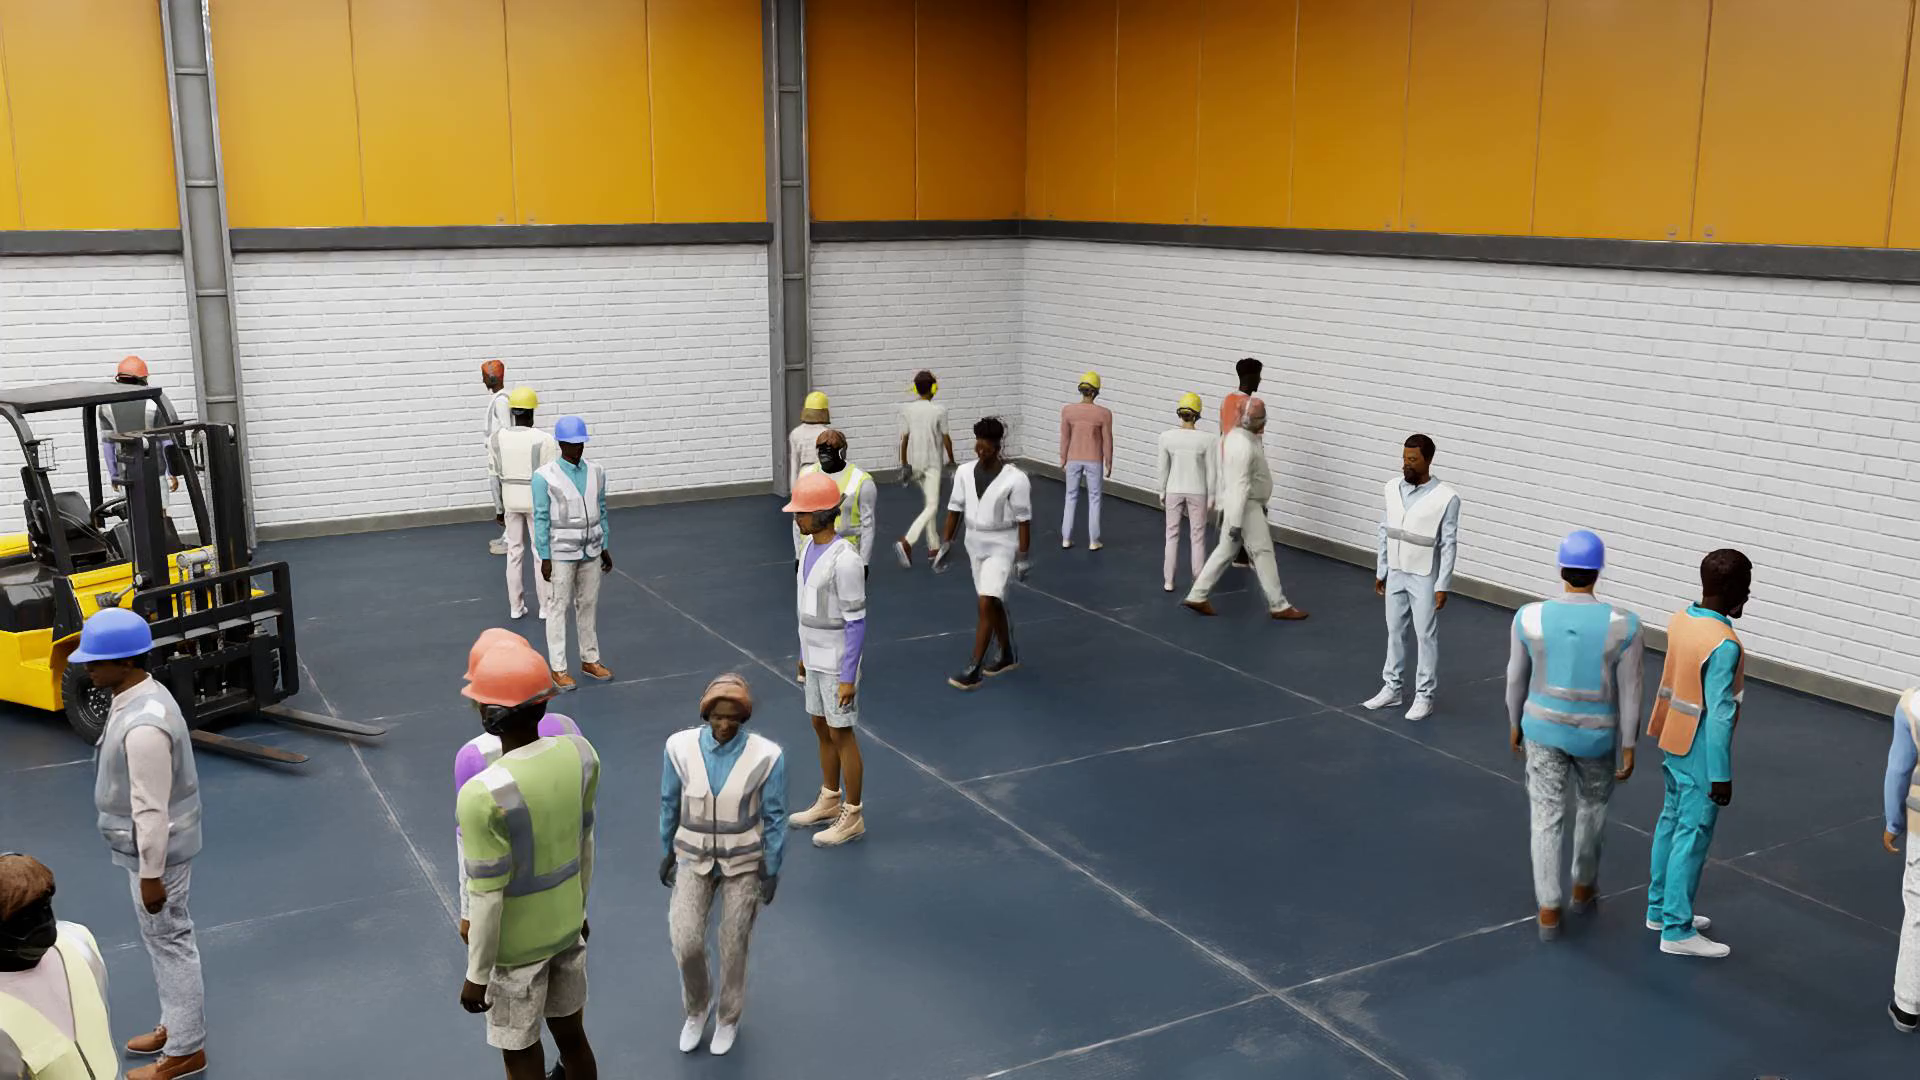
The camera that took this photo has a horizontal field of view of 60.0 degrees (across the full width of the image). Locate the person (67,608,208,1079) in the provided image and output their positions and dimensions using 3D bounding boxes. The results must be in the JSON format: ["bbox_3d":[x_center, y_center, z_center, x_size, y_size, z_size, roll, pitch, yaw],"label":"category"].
[{"bbox_3d":[-3.206,1.204,6.570,0.408,1.942,0.609,-6,14,-28],"label":"person"}]

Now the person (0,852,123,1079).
[{"bbox_3d":[-2.451,1.704,4.444,0.429,1.842,0.636,2,12,11],"label":"person"}]

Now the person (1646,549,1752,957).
[{"bbox_3d":[3.410,0.974,7.711,0.398,1.911,0.587,1,12,5],"label":"person"}]

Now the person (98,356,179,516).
[{"bbox_3d":[-7.310,-0.622,14.872,0.608,2.044,0.370,-1,12,-7],"label":"person"}]

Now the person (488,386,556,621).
[{"bbox_3d":[-3.537,-0.292,13.598,0.588,1.927,0.370,2,12,8],"label":"person"}]

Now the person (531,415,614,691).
[{"bbox_3d":[-2.742,0.077,11.820,0.386,1.948,0.601,11,16,41],"label":"person"}]

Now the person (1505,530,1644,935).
[{"bbox_3d":[2.954,0.894,8.018,0.622,1.923,0.786,5,13,24],"label":"person"}]

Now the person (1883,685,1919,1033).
[{"bbox_3d":[4.154,1.188,6.894,0.591,1.829,0.404,7,14,31],"label":"person"}]

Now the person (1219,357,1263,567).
[{"bbox_3d":[2.645,-0.732,15.572,0.368,1.961,0.613,-4,13,-17],"label":"person"}]

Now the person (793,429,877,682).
[{"bbox_3d":[-0.909,0.125,11.848,0.627,1.844,0.429,4,13,19],"label":"person"}]

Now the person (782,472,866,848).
[{"bbox_3d":[-0.735,0.641,8.956,0.387,2.039,0.614,-6,14,-28],"label":"person"}]

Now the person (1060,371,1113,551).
[{"bbox_3d":[1.238,-0.768,16.243,0.533,1.754,0.341,4,13,20],"label":"person"}]

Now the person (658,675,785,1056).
[{"bbox_3d":[-0.964,1.323,6.728,0.534,1.617,0.405,1,12,3],"label":"person"}]

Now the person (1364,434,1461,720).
[{"bbox_3d":[3.045,0.238,11.141,0.393,1.917,0.589,-10,15,-38],"label":"person"}]

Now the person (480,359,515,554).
[{"bbox_3d":[-4.443,-0.812,16.136,0.354,1.884,0.573,-3,12,-13],"label":"person"}]

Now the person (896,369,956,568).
[{"bbox_3d":[-0.345,-0.673,15.616,0.529,1.835,0.841,8,15,34],"label":"person"}]

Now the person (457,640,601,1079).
[{"bbox_3d":[-1.480,1.335,5.691,0.365,2.048,0.608,6,13,24],"label":"person"}]

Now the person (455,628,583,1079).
[{"bbox_3d":[-1.661,1.275,6.253,0.389,1.930,0.544,9,15,35],"label":"person"}]

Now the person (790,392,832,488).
[{"bbox_3d":[-1.280,-0.459,14.851,0.492,1.732,0.322,5,13,22],"label":"person"}]

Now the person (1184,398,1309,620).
[{"bbox_3d":[2.337,-0.252,13.591,0.991,1.856,0.643,0,12,-1],"label":"person"}]

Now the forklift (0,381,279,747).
[{"bbox_3d":[-5.853,0.085,11.199,2.313,2.155,1.214,7,14,28],"label":"forklift"}]

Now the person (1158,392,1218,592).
[{"bbox_3d":[1.983,-0.406,14.512,0.526,1.768,0.314,4,13,18],"label":"person"}]

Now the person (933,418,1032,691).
[{"bbox_3d":[0.135,0.094,11.795,0.625,1.917,0.952,10,16,40],"label":"person"}]
